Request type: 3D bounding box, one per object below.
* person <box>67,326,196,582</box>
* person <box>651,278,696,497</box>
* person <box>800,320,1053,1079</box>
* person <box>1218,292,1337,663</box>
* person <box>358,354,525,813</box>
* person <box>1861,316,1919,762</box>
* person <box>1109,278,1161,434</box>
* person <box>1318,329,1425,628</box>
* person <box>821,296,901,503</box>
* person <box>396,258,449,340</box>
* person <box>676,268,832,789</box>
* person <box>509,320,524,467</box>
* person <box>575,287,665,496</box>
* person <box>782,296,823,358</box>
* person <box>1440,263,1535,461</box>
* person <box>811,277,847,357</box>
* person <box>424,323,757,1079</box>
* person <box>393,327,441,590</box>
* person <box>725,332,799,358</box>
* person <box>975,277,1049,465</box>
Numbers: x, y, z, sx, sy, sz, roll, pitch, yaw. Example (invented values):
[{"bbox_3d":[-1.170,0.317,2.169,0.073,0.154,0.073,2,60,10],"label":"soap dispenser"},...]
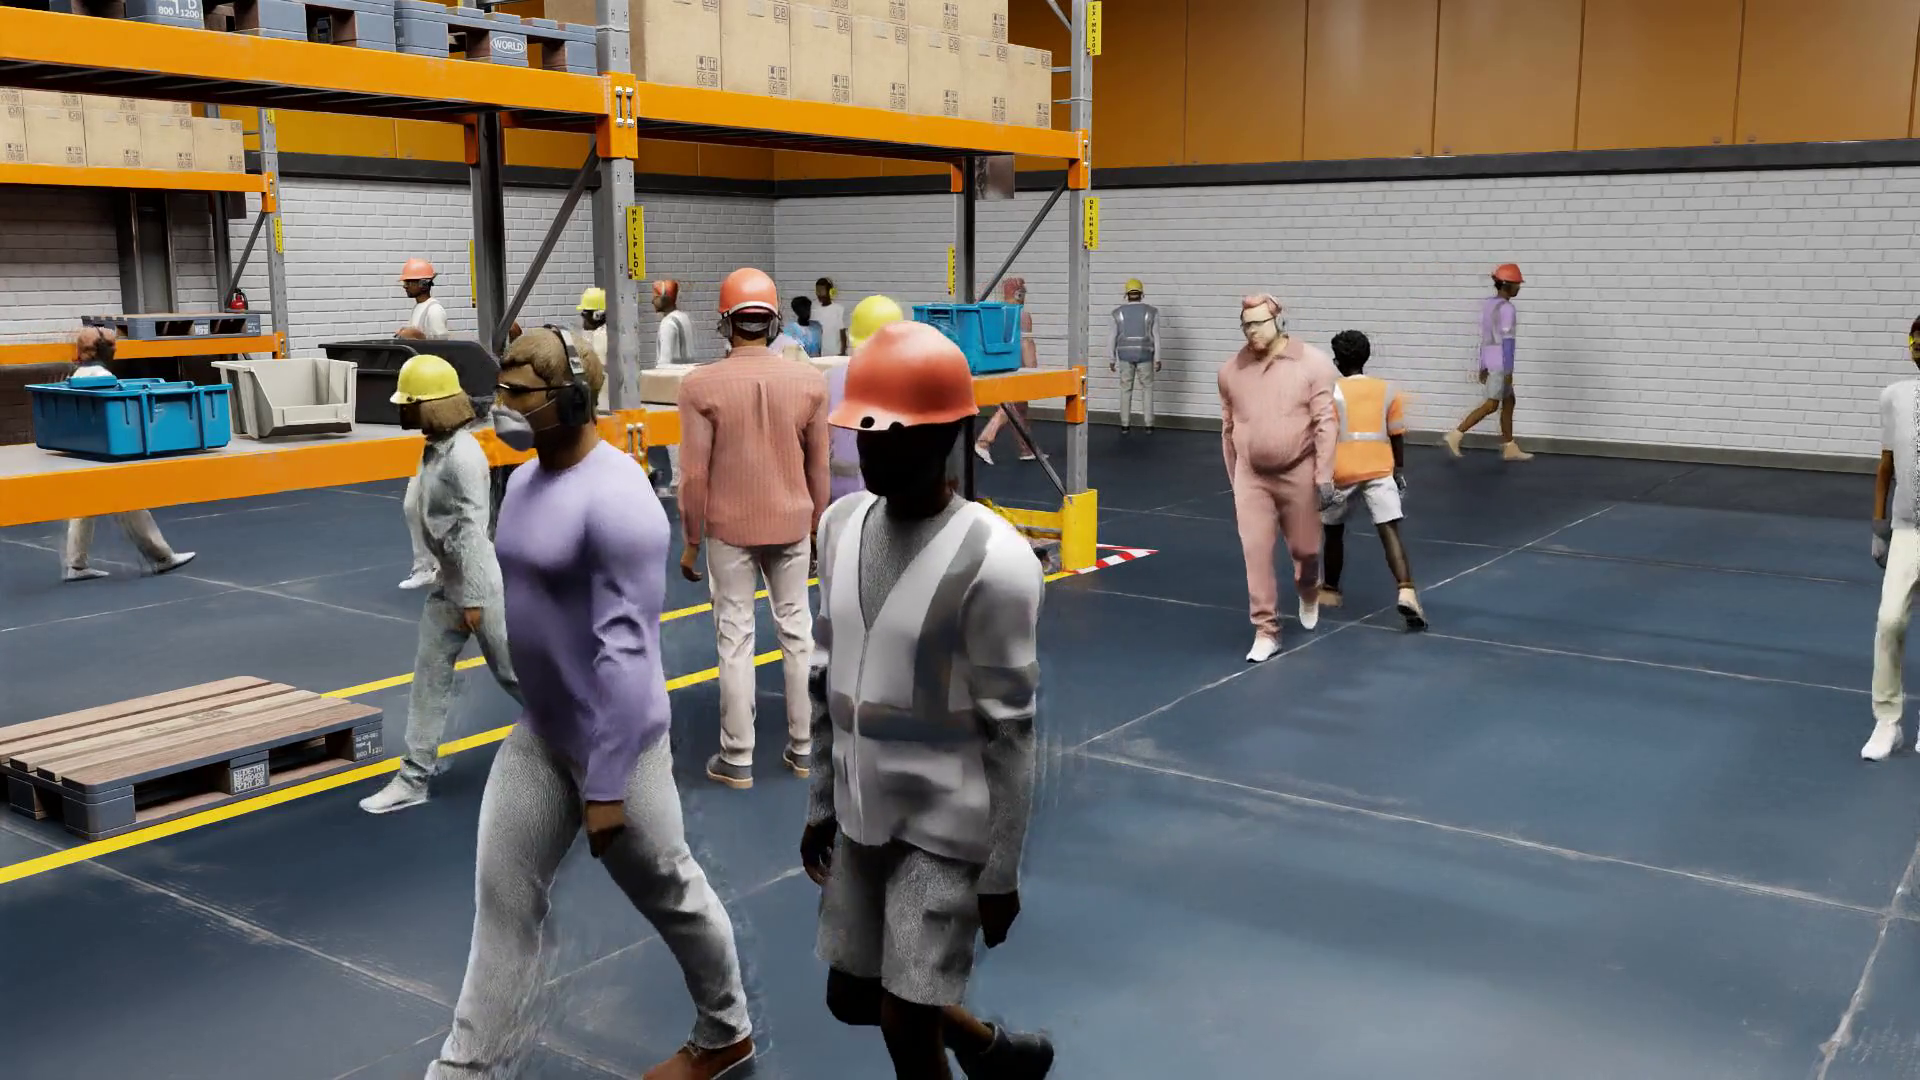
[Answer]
[{"bbox_3d":[-5.364,-0.548,10.603,0.543,1.604,0.759,9,13,42],"label":"person"},{"bbox_3d":[-2.467,-1.284,14.192,0.418,1.865,0.598,1,10,5],"label":"person"},{"bbox_3d":[-0.041,0.525,3.284,0.656,1.916,0.560,-9,13,-44],"label":"person"},{"bbox_3d":[1.654,-0.349,8.636,0.657,1.870,0.832,4,10,22],"label":"person"},{"bbox_3d":[-1.783,0.149,6.196,0.895,1.692,0.524,-7,12,-35],"label":"person"},{"bbox_3d":[3.919,-0.002,6.676,0.544,1.838,0.713,8,12,38],"label":"person"},{"bbox_3d":[2.052,-2.147,19.474,0.614,1.823,0.409,2,10,11],"label":"person"},{"bbox_3d":[2.291,-0.358,9.344,0.551,1.647,0.898,-2,10,-9],"label":"person"},{"bbox_3d":[-0.418,-0.082,7.020,0.671,1.870,0.787,3,10,15],"label":"person"},{"bbox_3d":[-4.624,-1.402,14.383,0.393,2.041,0.613,-7,12,-34],"label":"person"},{"bbox_3d":[-0.796,-0.041,6.422,0.612,1.994,0.395,-5,11,-25],"label":"person"},{"bbox_3d":[-3.139,-0.732,11.613,0.499,1.633,0.289,0,10,0],"label":"person"},{"bbox_3d":[-2.791,-1.125,13.411,0.682,1.817,0.601,-1,10,-5],"label":"person"},{"bbox_3d":[-1.659,-1.744,17.548,0.563,1.655,0.482,-7,12,-37],"label":"person"},{"bbox_3d":[5.332,-1.778,16.741,0.961,2.013,0.619,0,10,-1],"label":"person"},{"bbox_3d":[-1.473,-2.157,19.509,0.514,1.842,0.803,5,11,27],"label":"person"},{"bbox_3d":[-0.888,0.459,3.780,1.009,1.885,0.647,-8,13,-40],"label":"person"},{"bbox_3d":[-3.391,-0.501,10.263,0.535,1.612,0.586,8,13,40],"label":"person"},{"bbox_3d":[-1.287,-0.745,11.027,0.589,1.865,1.063,7,12,38],"label":"person"},{"bbox_3d":[0.497,-1.684,16.596,0.958,1.869,0.656,-5,11,-29],"label":"person"}]
